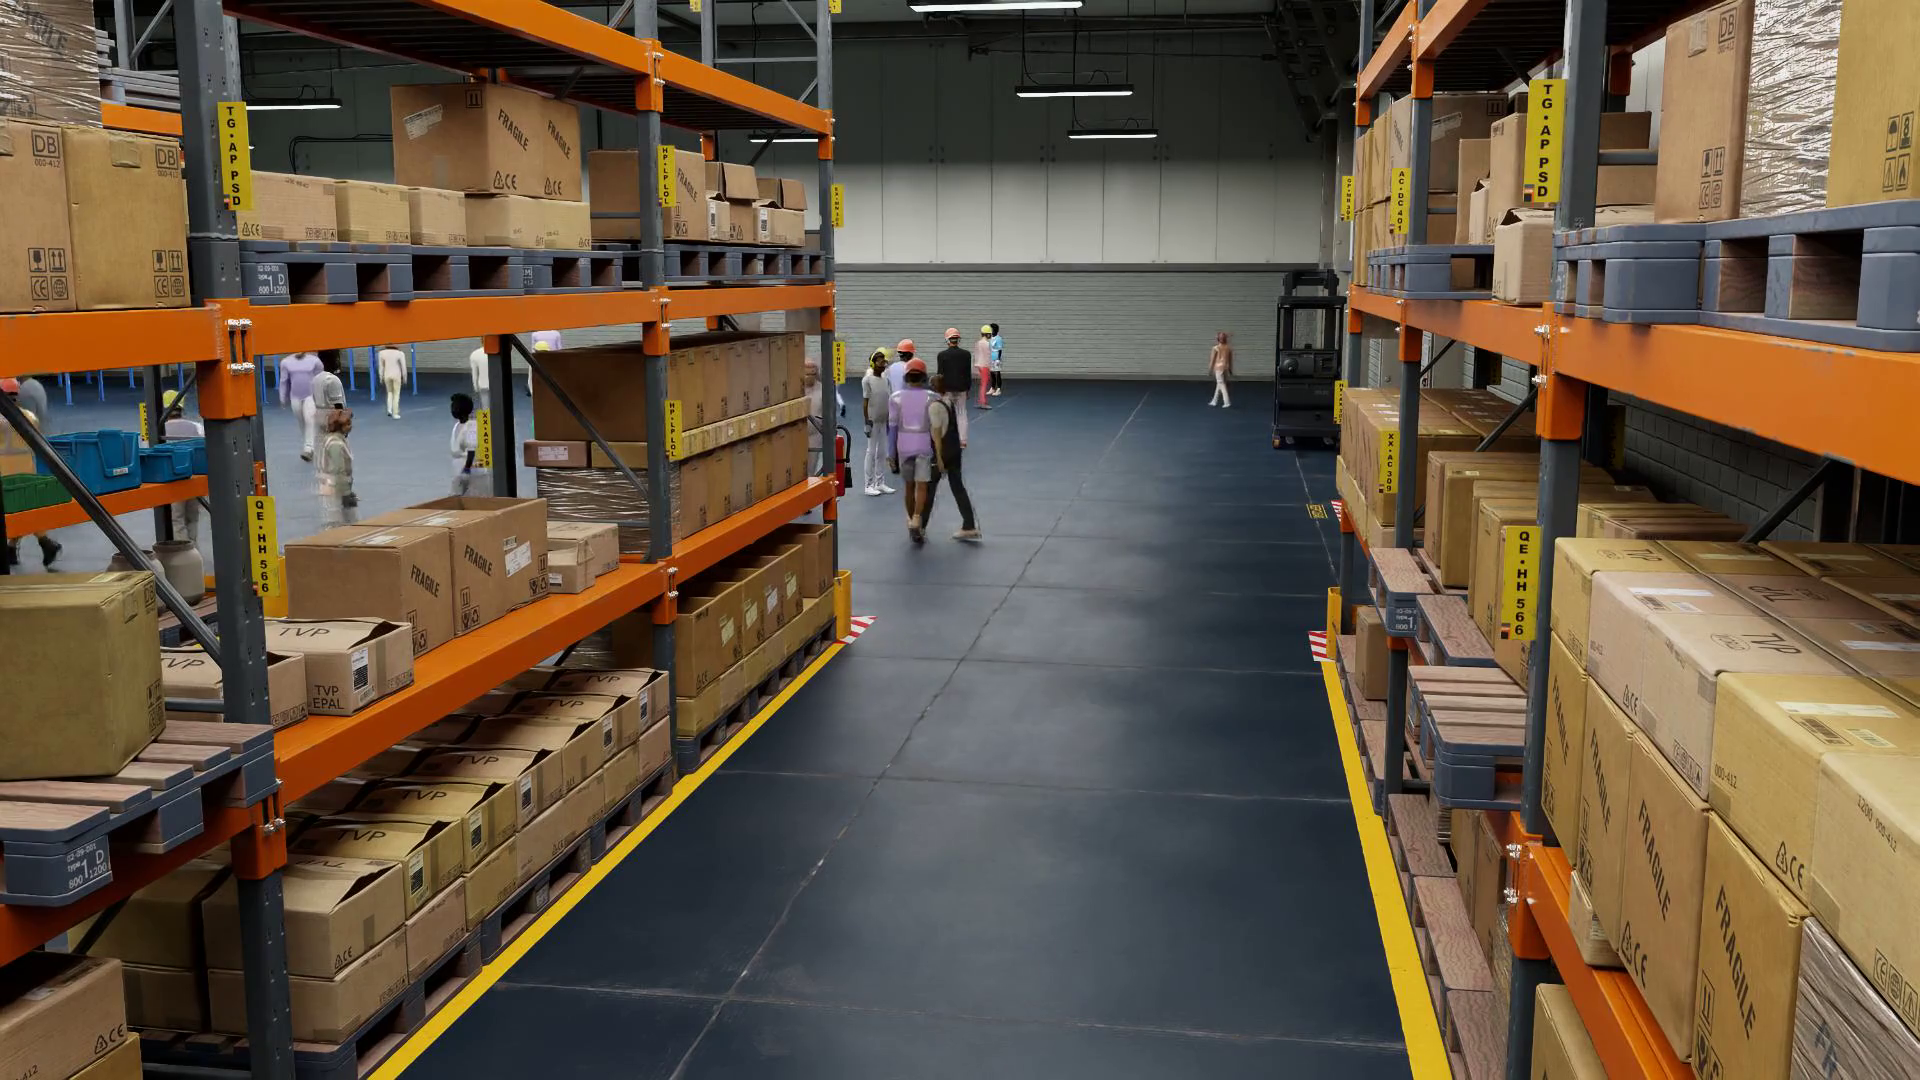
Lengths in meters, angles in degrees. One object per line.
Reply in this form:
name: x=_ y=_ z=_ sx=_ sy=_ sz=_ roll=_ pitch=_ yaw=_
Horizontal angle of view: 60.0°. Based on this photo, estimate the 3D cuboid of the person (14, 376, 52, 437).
person: x=-11.123 y=-1.224 z=19.864 sx=1.032 sy=1.878 sz=0.651 roll=-2 pitch=9 yaw=-9

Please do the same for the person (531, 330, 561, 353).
person: x=-9.299 y=-4.075 z=37.403 sx=0.643 sy=1.893 sz=0.423 roll=-2 pitch=10 yaw=-15

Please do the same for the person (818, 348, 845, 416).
person: x=-2.560 y=-3.263 z=32.824 sx=0.535 sy=1.750 sz=0.643 roll=-7 pitch=12 yaw=-38

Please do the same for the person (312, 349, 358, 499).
person: x=-8.010 y=-1.490 z=21.234 sx=0.607 sy=1.966 sz=0.367 roll=8 pitch=12 yaw=42

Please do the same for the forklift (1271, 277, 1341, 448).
forklift: x=5.847 y=-3.016 z=27.970 sx=1.129 sy=2.768 sz=1.873 roll=1 pitch=9 yaw=9

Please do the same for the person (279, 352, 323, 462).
person: x=-10.128 y=-2.153 z=25.567 sx=0.651 sy=1.883 sz=1.003 roll=-1 pitch=9 yaw=-4

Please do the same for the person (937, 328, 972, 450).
person: x=-0.103 y=-2.460 z=27.151 sx=0.608 sy=1.989 sz=0.386 roll=-4 pitch=10 yaw=-22

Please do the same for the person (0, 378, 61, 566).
person: x=-9.307 y=-0.682 z=16.458 sx=0.894 sy=1.914 sz=0.543 roll=3 pitch=10 yaw=16

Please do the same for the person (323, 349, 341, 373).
person: x=-18.066 y=-5.778 z=47.583 sx=0.689 sy=2.000 sz=0.539 roll=-9 pitch=13 yaw=-43

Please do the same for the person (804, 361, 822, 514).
person: x=-1.885 y=-1.272 z=20.286 sx=0.656 sy=1.851 sz=1.015 roll=-3 pitch=10 yaw=-16

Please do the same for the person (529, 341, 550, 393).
person: x=-6.882 y=-2.385 z=27.380 sx=0.526 sy=1.765 sz=0.330 roll=8 pitch=12 yaw=39

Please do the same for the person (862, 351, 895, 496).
person: x=-1.069 y=-1.533 z=21.799 sx=0.328 sy=1.872 sz=0.513 roll=7 pitch=11 yaw=36

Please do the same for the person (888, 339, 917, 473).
person: x=-0.785 y=-1.923 z=23.995 sx=0.368 sy=1.935 sz=0.552 roll=-8 pitch=12 yaw=-41

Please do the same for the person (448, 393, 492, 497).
person: x=-5.170 y=-0.693 z=17.277 sx=0.877 sy=1.646 sz=0.541 roll=-8 pitch=12 yaw=-41

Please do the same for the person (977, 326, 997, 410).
person: x=0.612 y=-3.650 z=35.211 sx=0.494 sy=1.752 sz=0.559 roll=-4 pitch=10 yaw=-21

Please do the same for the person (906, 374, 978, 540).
person: x=-0.200 y=-0.906 z=18.161 sx=0.958 sy=1.783 sz=0.535 roll=6 pitch=11 yaw=35

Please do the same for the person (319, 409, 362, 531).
person: x=-5.878 y=-0.438 z=15.832 sx=0.496 sy=1.619 sz=0.511 roll=-2 pitch=9 yaw=-13

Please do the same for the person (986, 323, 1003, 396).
person: x=0.806 y=-4.223 z=38.926 sx=0.314 sy=1.696 sz=0.530 roll=-5 pitch=11 yaw=-29

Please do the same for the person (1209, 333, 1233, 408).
person: x=5.581 y=-3.628 z=35.564 sx=0.529 sy=1.595 sz=0.847 roll=-5 pitch=11 yaw=-30

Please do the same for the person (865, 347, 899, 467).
person: x=-1.142 y=-2.036 z=25.186 sx=0.603 sy=1.796 sz=0.813 roll=3 pitch=10 yaw=19

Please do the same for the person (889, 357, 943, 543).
person: x=-0.483 y=-0.989 z=18.075 sx=0.611 sy=2.001 sz=1.021 roll=1 pitch=9 yaw=8

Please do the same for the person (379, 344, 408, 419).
person: x=-11.199 y=-3.213 z=32.930 sx=0.524 sy=1.614 sz=0.493 roll=0 pitch=9 yaw=1

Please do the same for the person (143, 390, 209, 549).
person: x=-7.383 y=-0.502 z=15.631 sx=0.619 sy=1.797 sz=0.784 roll=-9 pitch=13 yaw=-44

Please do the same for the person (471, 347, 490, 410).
person: x=-7.813 y=-2.520 z=27.709 sx=0.629 sy=1.927 sz=0.464 roll=0 pitch=9 yaw=2
